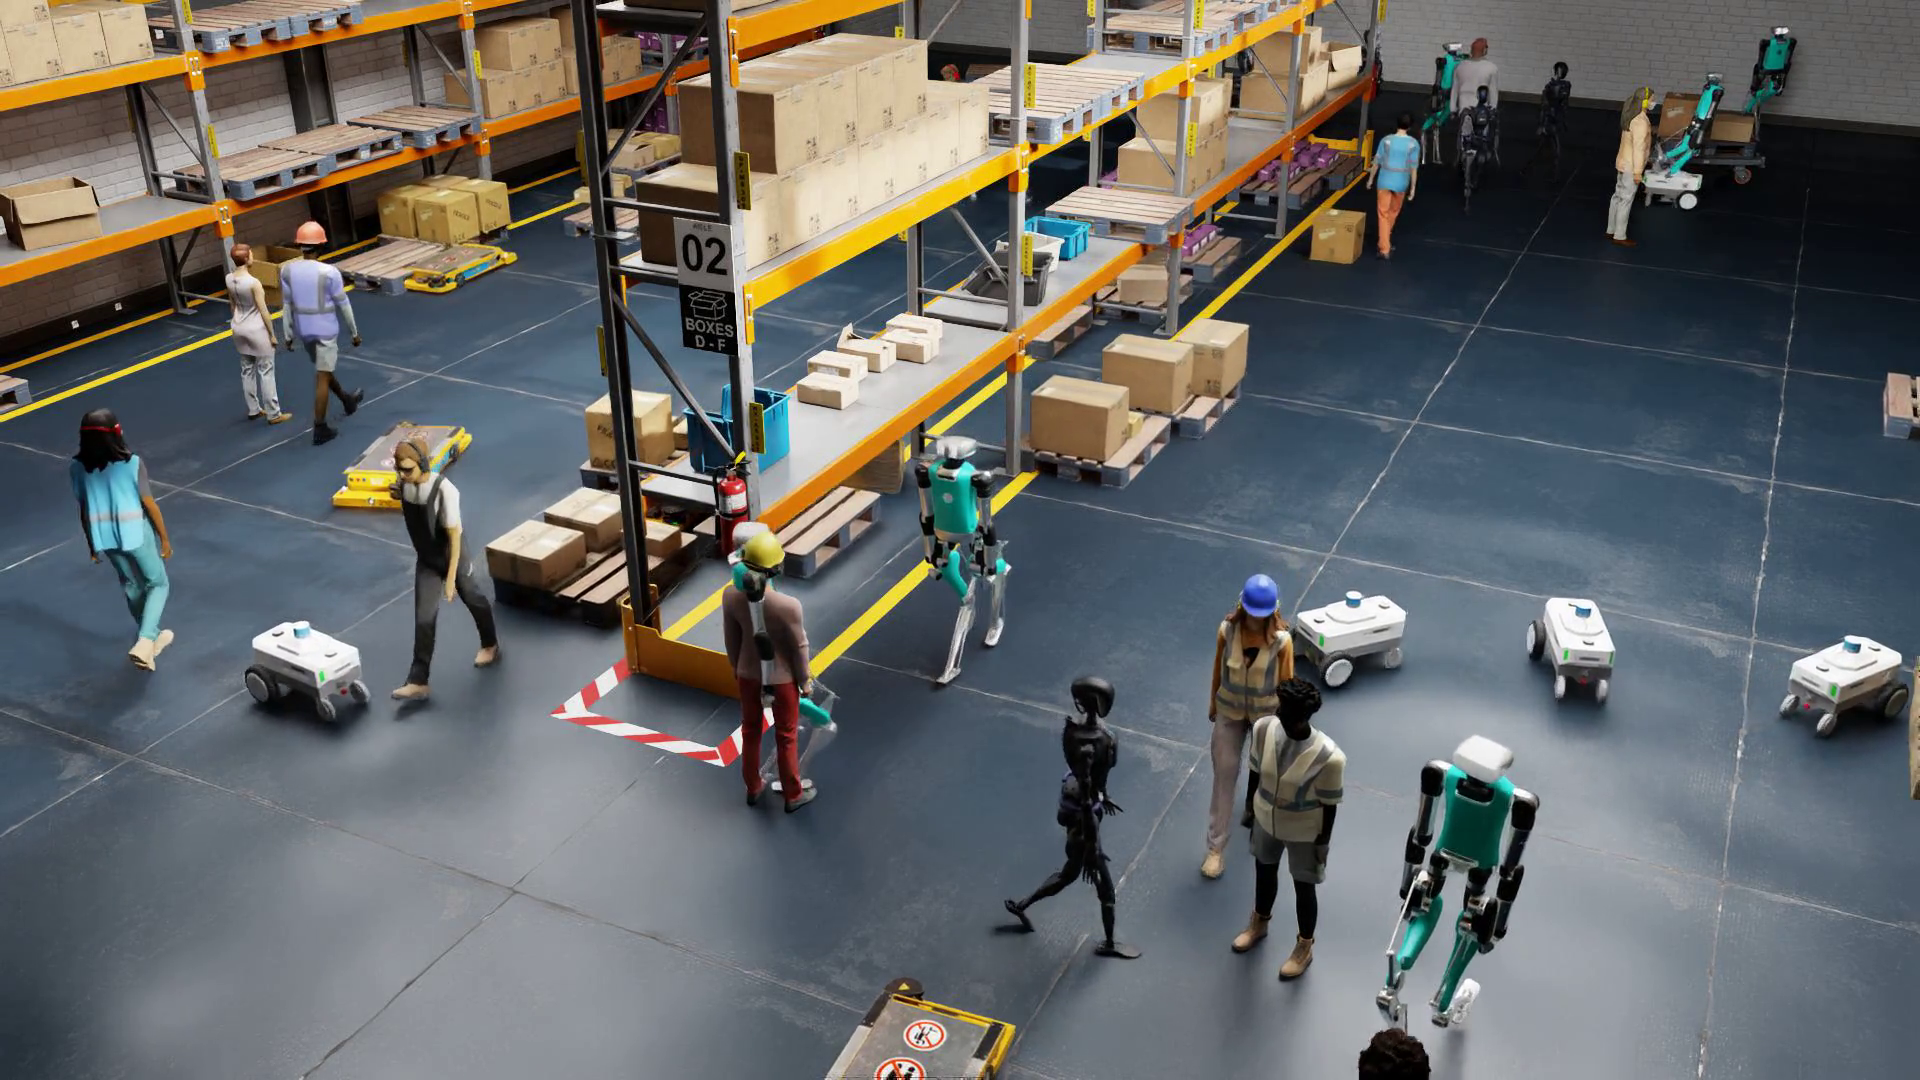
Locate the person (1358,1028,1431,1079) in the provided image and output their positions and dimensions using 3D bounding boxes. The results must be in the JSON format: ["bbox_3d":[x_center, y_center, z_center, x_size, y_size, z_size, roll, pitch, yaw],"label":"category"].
[{"bbox_3d":[1.513,2.500,5.946,0.565,1.850,0.986,16,30,29],"label":"person"}]

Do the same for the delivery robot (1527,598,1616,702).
[{"bbox_3d":[4.108,0.684,11.092,0.499,0.611,0.792,4,27,7],"label":"delivery robot"}]

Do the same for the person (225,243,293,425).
[{"bbox_3d":[-6.349,-1.850,14.957,0.431,1.650,0.283,10,28,19],"label":"person"}]

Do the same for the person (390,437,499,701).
[{"bbox_3d":[-3.387,0.153,10.768,0.516,1.785,0.964,11,28,21],"label":"person"}]

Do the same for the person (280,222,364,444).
[{"bbox_3d":[-5.636,-1.878,14.752,0.570,1.872,1.015,5,27,10],"label":"person"}]

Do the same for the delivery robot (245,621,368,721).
[{"bbox_3d":[-4.247,0.803,10.818,0.768,0.581,0.499,15,30,28],"label":"delivery robot"}]

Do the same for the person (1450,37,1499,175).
[{"bbox_3d":[7.131,-6.006,23.084,0.673,1.884,0.733,20,32,34],"label":"person"}]

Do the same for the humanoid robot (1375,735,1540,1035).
[{"bbox_3d":[2.207,1.747,7.595,0.542,1.735,1.022,17,31,31],"label":"humanoid robot"}]

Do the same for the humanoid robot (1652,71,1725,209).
[{"bbox_3d":[9.370,-5.177,21.611,0.800,1.792,0.549,3,27,6],"label":"humanoid robot"}]

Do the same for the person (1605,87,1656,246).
[{"bbox_3d":[8.085,-4.509,20.078,0.413,1.877,0.549,1,26,2],"label":"person"}]

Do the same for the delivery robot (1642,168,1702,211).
[{"bbox_3d":[9.376,-4.636,21.841,0.786,0.614,0.523,10,28,19],"label":"delivery robot"}]

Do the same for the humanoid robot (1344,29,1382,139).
[{"bbox_3d":[6.121,-6.892,25.134,0.686,1.627,0.608,-8,27,-15],"label":"humanoid robot"}]

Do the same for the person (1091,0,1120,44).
[{"bbox_3d":[2.556,-9.052,29.206,0.527,1.924,0.428,18,32,32],"label":"person"}]

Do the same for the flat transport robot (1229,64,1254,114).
[{"bbox_3d":[5.029,-6.838,26.590,1.431,0.231,0.659,21,33,36],"label":"flat transport robot"}]

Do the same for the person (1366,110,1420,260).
[{"bbox_3d":[5.070,-4.173,19.547,0.571,1.735,0.607,5,27,10],"label":"person"}]

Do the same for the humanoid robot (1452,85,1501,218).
[{"bbox_3d":[6.638,-5.016,21.391,0.599,1.653,0.755,1,26,1],"label":"humanoid robot"}]

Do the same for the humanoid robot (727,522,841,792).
[{"bbox_3d":[-0.972,0.712,9.680,0.673,1.791,0.556,-7,27,-14],"label":"humanoid robot"}]

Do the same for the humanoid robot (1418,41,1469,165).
[{"bbox_3d":[6.787,-6.202,23.689,0.545,1.817,0.700,-12,29,-23],"label":"humanoid robot"}]

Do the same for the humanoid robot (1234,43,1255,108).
[{"bbox_3d":[4.313,-6.733,24.815,0.694,1.637,0.603,6,27,11],"label":"humanoid robot"}]

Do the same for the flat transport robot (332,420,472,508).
[{"bbox_3d":[-4.708,-0.650,14.092,0.659,0.231,1.431,2,26,5],"label":"flat transport robot"}]

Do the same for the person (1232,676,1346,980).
[{"bbox_3d":[1.643,1.416,8.315,0.535,1.691,0.318,23,34,38],"label":"person"}]

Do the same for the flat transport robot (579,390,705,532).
[{"bbox_3d":[-2.281,-0.461,13.708,0.659,0.231,1.431,8,27,16],"label":"flat transport robot"}]

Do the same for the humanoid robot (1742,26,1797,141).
[{"bbox_3d":[12.012,-6.794,24.969,0.550,1.892,0.798,-2,26,-3],"label":"humanoid robot"}]

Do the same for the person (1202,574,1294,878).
[{"bbox_3d":[1.619,0.940,9.228,0.485,1.729,0.910,9,28,18],"label":"person"}]

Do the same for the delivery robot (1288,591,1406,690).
[{"bbox_3d":[2.606,0.636,11.178,0.805,0.601,0.499,-10,28,-20],"label":"delivery robot"}]

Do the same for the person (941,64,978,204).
[{"bbox_3d":[0.002,-5.331,21.811,0.610,1.809,0.453,-3,27,-6],"label":"person"}]

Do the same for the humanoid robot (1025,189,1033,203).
[{"bbox_3d":[0.860,-5.150,21.615,0.565,1.832,0.808,13,29,25],"label":"humanoid robot"}]

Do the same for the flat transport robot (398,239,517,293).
[{"bbox_3d":[-5.805,-3.146,19.133,0.659,0.231,1.431,10,28,20],"label":"flat transport robot"}]

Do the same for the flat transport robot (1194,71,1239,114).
[{"bbox_3d":[3.767,-6.174,25.250,1.431,0.231,0.659,7,27,13],"label":"flat transport robot"}]

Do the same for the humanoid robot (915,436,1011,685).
[{"bbox_3d":[0.094,0.043,11.084,0.542,1.761,1.042,12,29,23],"label":"humanoid robot"}]

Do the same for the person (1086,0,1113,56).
[{"bbox_3d":[2.356,-8.568,28.366,0.907,1.793,0.503,16,30,29],"label":"person"}]

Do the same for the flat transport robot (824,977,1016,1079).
[{"bbox_3d":[-0.295,2.579,7.569,0.659,0.231,1.431,10,28,19],"label":"flat transport robot"}]

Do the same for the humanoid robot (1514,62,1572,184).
[{"bbox_3d":[8.075,-5.746,22.847,0.607,1.638,0.726,-15,30,-28],"label":"humanoid robot"}]

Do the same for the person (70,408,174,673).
[{"bbox_3d":[-5.512,0.025,10.963,0.521,1.845,0.669,-1,26,-2],"label":"person"}]

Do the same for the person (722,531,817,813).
[{"bbox_3d":[-1.093,0.763,9.550,0.524,1.768,0.313,10,28,19],"label":"person"}]

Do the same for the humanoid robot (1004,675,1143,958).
[{"bbox_3d":[0.590,1.398,8.427,0.741,1.654,0.584,4,27,8],"label":"humanoid robot"}]

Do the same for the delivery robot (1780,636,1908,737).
[{"bbox_3d":[5.660,0.888,10.648,0.778,0.581,0.499,-14,30,-26],"label":"delivery robot"}]
